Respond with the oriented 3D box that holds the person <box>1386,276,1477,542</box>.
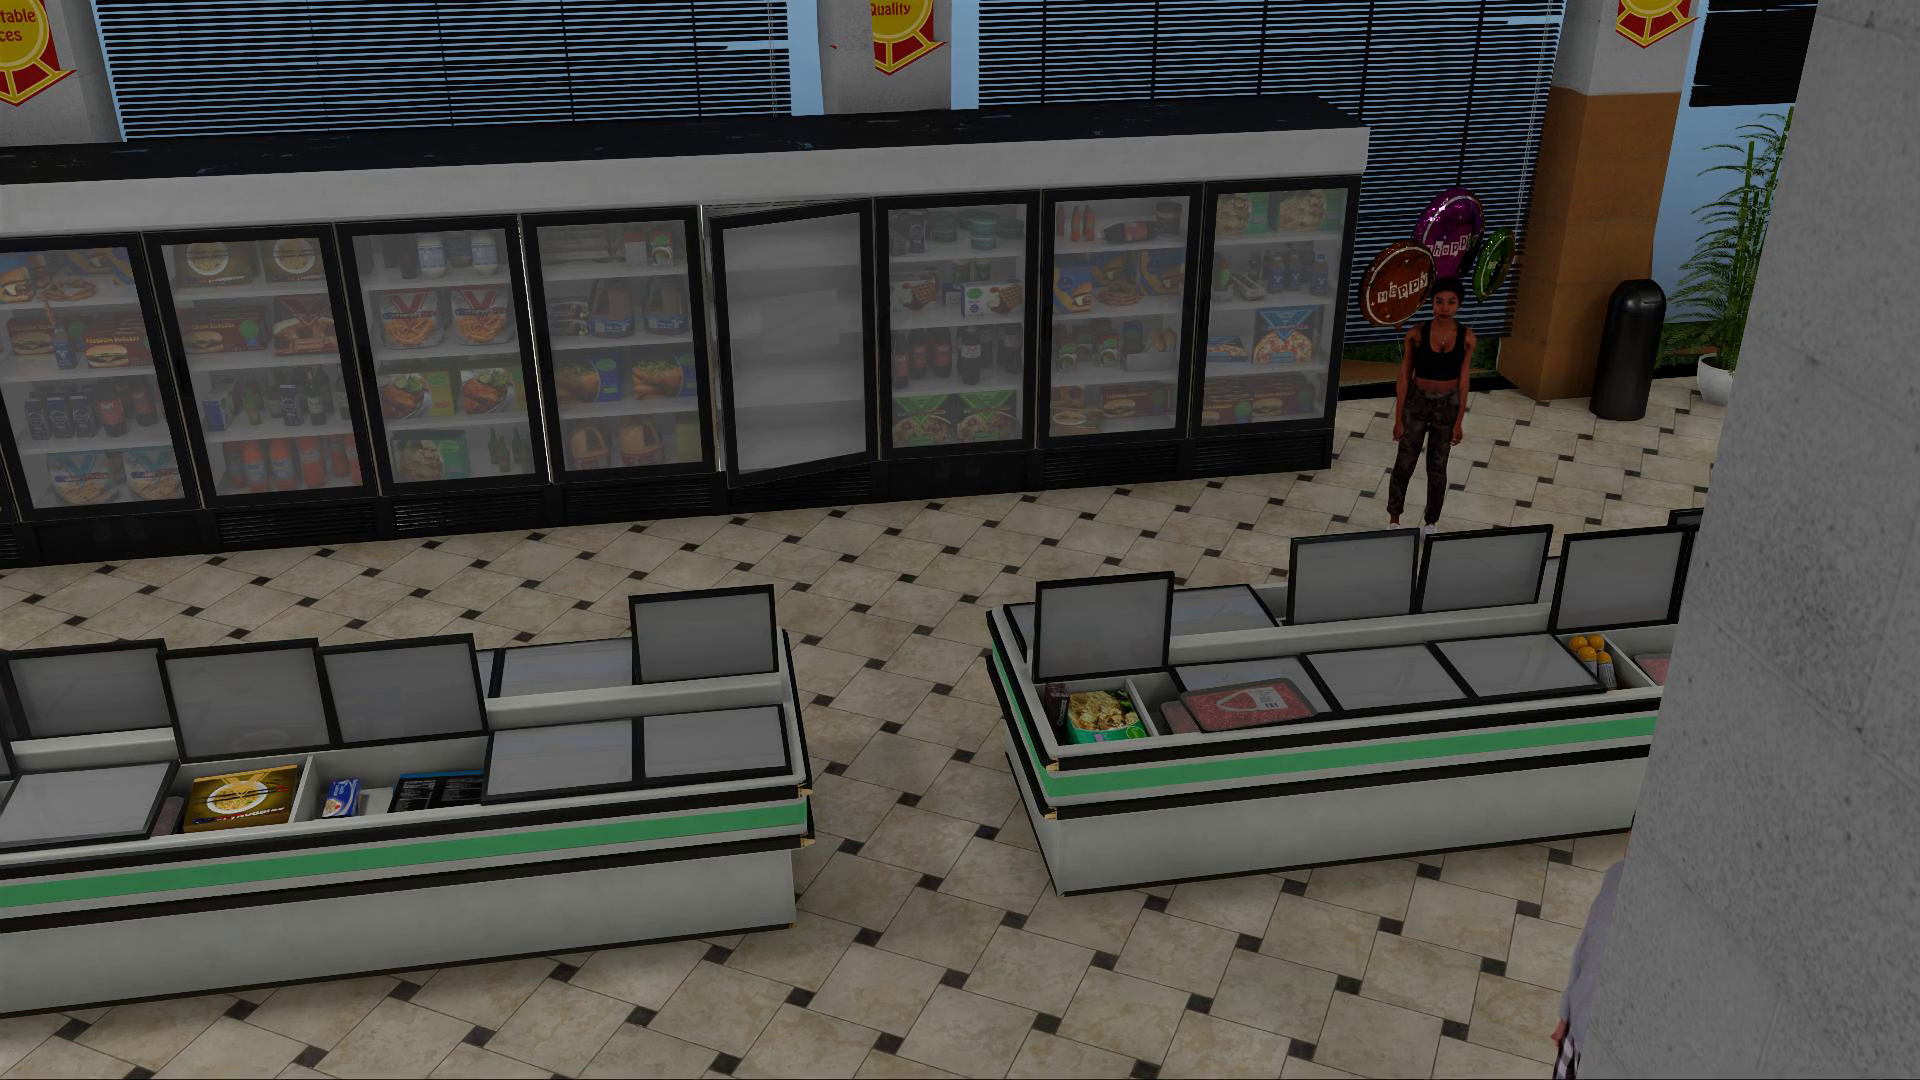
[{"bbox_3d":[2.786,-0.749,9.858,0.580,1.701,0.702,5,27,9],"label":"person"}]
